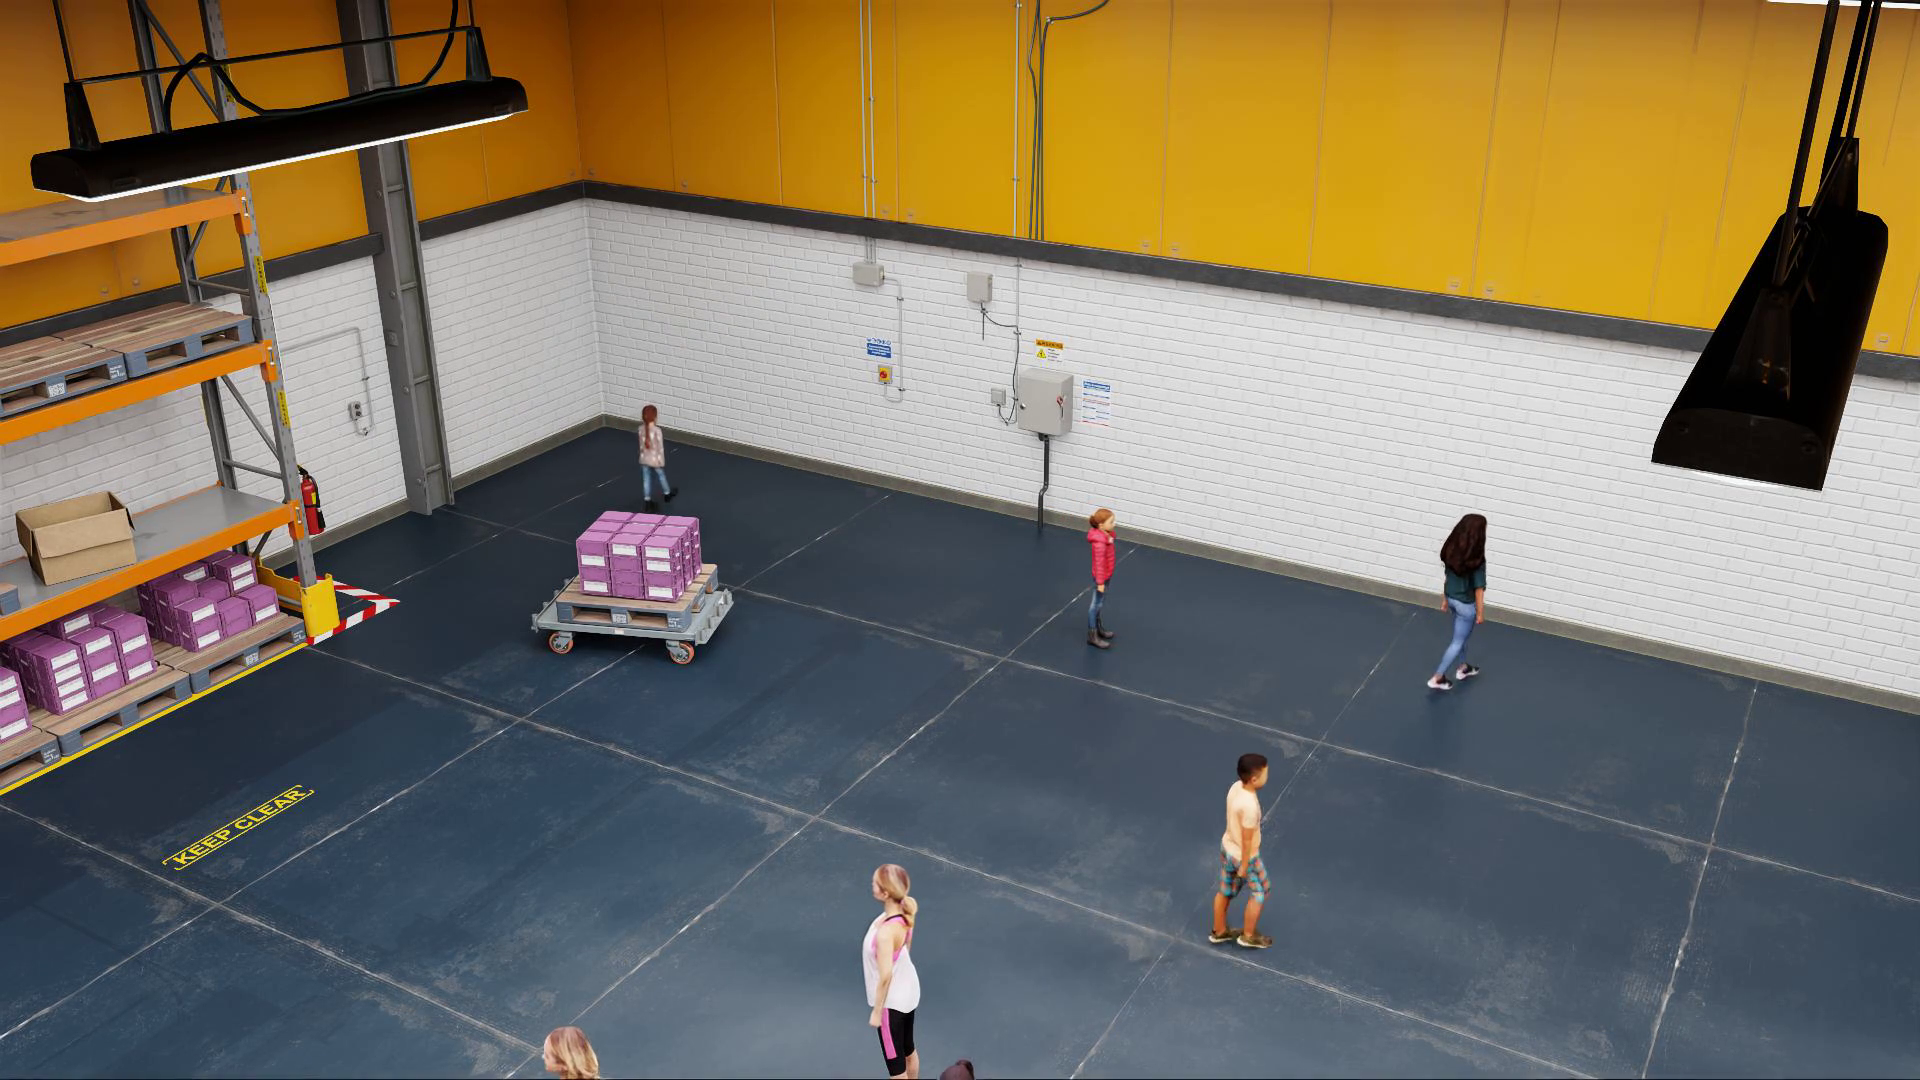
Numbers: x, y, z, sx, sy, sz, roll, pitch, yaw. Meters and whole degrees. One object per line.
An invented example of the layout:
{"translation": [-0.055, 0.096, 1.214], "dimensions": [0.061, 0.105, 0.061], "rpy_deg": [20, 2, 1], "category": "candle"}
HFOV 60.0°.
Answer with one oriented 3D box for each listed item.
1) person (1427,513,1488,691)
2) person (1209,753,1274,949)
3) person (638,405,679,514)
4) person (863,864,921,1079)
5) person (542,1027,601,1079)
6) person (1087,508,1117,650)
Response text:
{"translation": [4.261, 0.546, 14.227], "dimensions": [0.975, 1.604, 0.861], "rpy_deg": [-11, 26, -23], "category": "person"}
{"translation": [1.784, 2.062, 10.959], "dimensions": [0.742, 1.445, 0.681], "rpy_deg": [-6, 24, -14], "category": "person"}
{"translation": [-3.364, -0.860, 17.980], "dimensions": [0.571, 1.176, 0.769], "rpy_deg": [9, 25, 19], "category": "person"}
{"translation": [-0.355, 2.578, 9.351], "dimensions": [0.704, 1.788, 0.528], "rpy_deg": [8, 25, 17], "category": "person"}
{"translation": [-1.733, 3.124, 8.076], "dimensions": [0.981, 1.808, 1.028], "rpy_deg": [-1, 24, -2], "category": "person"}
{"translation": [1.271, 0.323, 15.097], "dimensions": [0.615, 1.317, 0.494], "rpy_deg": [7, 25, 16], "category": "person"}
